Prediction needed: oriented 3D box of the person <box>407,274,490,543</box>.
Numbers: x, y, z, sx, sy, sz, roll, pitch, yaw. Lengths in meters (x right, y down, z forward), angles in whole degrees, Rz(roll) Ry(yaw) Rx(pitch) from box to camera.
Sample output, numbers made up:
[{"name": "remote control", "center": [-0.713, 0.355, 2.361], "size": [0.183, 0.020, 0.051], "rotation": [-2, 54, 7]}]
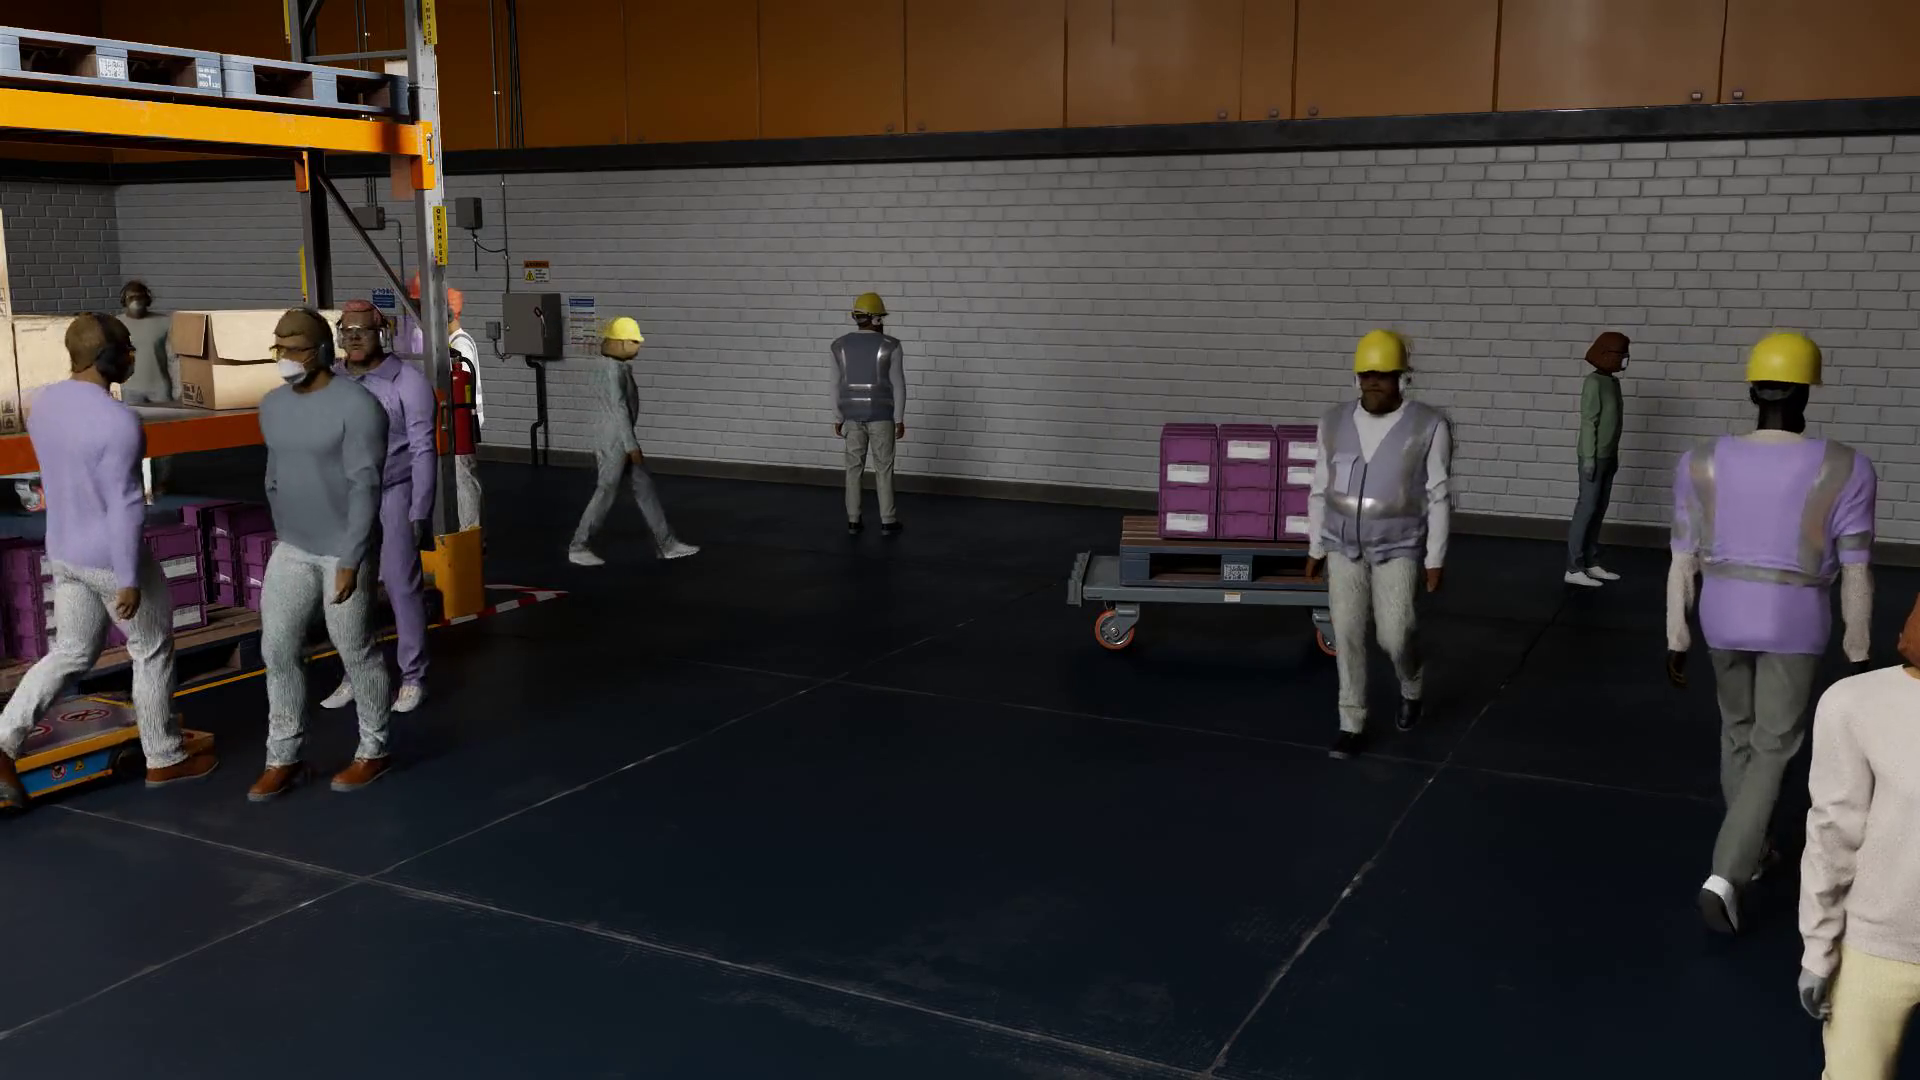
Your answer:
[{"name": "person", "center": [-3.823, -0.935, 12.027], "size": [0.693, 1.996, 0.694], "rotation": [-4, 10, -20]}]

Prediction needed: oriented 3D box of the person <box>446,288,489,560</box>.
[{"name": "person", "center": [-3.462, -0.785, 11.469], "size": [0.337, 1.882, 0.585], "rotation": [-4, 11, -24]}]

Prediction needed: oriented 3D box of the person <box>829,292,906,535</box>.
[{"name": "person", "center": [-0.684, -0.949, 12.581], "size": [0.591, 1.829, 0.404], "rotation": [3, 10, 16]}]

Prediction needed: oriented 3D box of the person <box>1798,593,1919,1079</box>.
[{"name": "person", "center": [1.828, 0.791, 3.104], "size": [0.492, 1.625, 0.282], "rotation": [3, 10, 19]}]

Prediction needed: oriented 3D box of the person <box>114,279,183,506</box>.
[{"name": "person", "center": [-6.992, -1.281, 14.299], "size": [0.639, 1.913, 0.931], "rotation": [-4, 11, -24]}]

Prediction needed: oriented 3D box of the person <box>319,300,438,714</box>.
[{"name": "person", "center": [-2.733, -0.148, 7.706], "size": [0.641, 1.913, 0.407], "rotation": [2, 10, 14]}]

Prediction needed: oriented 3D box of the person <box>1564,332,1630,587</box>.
[{"name": "person", "center": [4.108, -0.519, 10.684], "size": [0.266, 1.628, 0.501], "rotation": [8, 13, 38]}]

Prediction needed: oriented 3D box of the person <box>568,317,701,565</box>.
[{"name": "person", "center": [-2.285, -0.670, 11.358], "size": [0.881, 1.695, 0.492], "rotation": [-1, 10, -5]}]

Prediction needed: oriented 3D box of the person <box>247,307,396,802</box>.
[{"name": "person", "center": [-2.476, 0.068, 6.437], "size": [0.646, 1.913, 0.648], "rotation": [4, 11, 21]}]

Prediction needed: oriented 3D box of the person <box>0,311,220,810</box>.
[{"name": "person", "center": [-3.363, 0.089, 6.350], "size": [0.644, 1.916, 0.892], "rotation": [5, 11, 28]}]

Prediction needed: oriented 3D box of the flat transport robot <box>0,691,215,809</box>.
[{"name": "flat transport robot", "center": [-3.765, 0.872, 6.546], "size": [0.652, 0.197, 1.431], "rotation": [5, 11, 26]}]

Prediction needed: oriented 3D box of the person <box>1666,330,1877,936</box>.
[{"name": "person", "center": [2.554, 0.279, 5.309], "size": [0.594, 1.897, 0.933], "rotation": [9, 13, 41]}]

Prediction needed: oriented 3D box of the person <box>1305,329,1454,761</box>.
[{"name": "person", "center": [1.772, 0.012, 7.045], "size": [0.600, 1.815, 0.523], "rotation": [7, 12, 33]}]
